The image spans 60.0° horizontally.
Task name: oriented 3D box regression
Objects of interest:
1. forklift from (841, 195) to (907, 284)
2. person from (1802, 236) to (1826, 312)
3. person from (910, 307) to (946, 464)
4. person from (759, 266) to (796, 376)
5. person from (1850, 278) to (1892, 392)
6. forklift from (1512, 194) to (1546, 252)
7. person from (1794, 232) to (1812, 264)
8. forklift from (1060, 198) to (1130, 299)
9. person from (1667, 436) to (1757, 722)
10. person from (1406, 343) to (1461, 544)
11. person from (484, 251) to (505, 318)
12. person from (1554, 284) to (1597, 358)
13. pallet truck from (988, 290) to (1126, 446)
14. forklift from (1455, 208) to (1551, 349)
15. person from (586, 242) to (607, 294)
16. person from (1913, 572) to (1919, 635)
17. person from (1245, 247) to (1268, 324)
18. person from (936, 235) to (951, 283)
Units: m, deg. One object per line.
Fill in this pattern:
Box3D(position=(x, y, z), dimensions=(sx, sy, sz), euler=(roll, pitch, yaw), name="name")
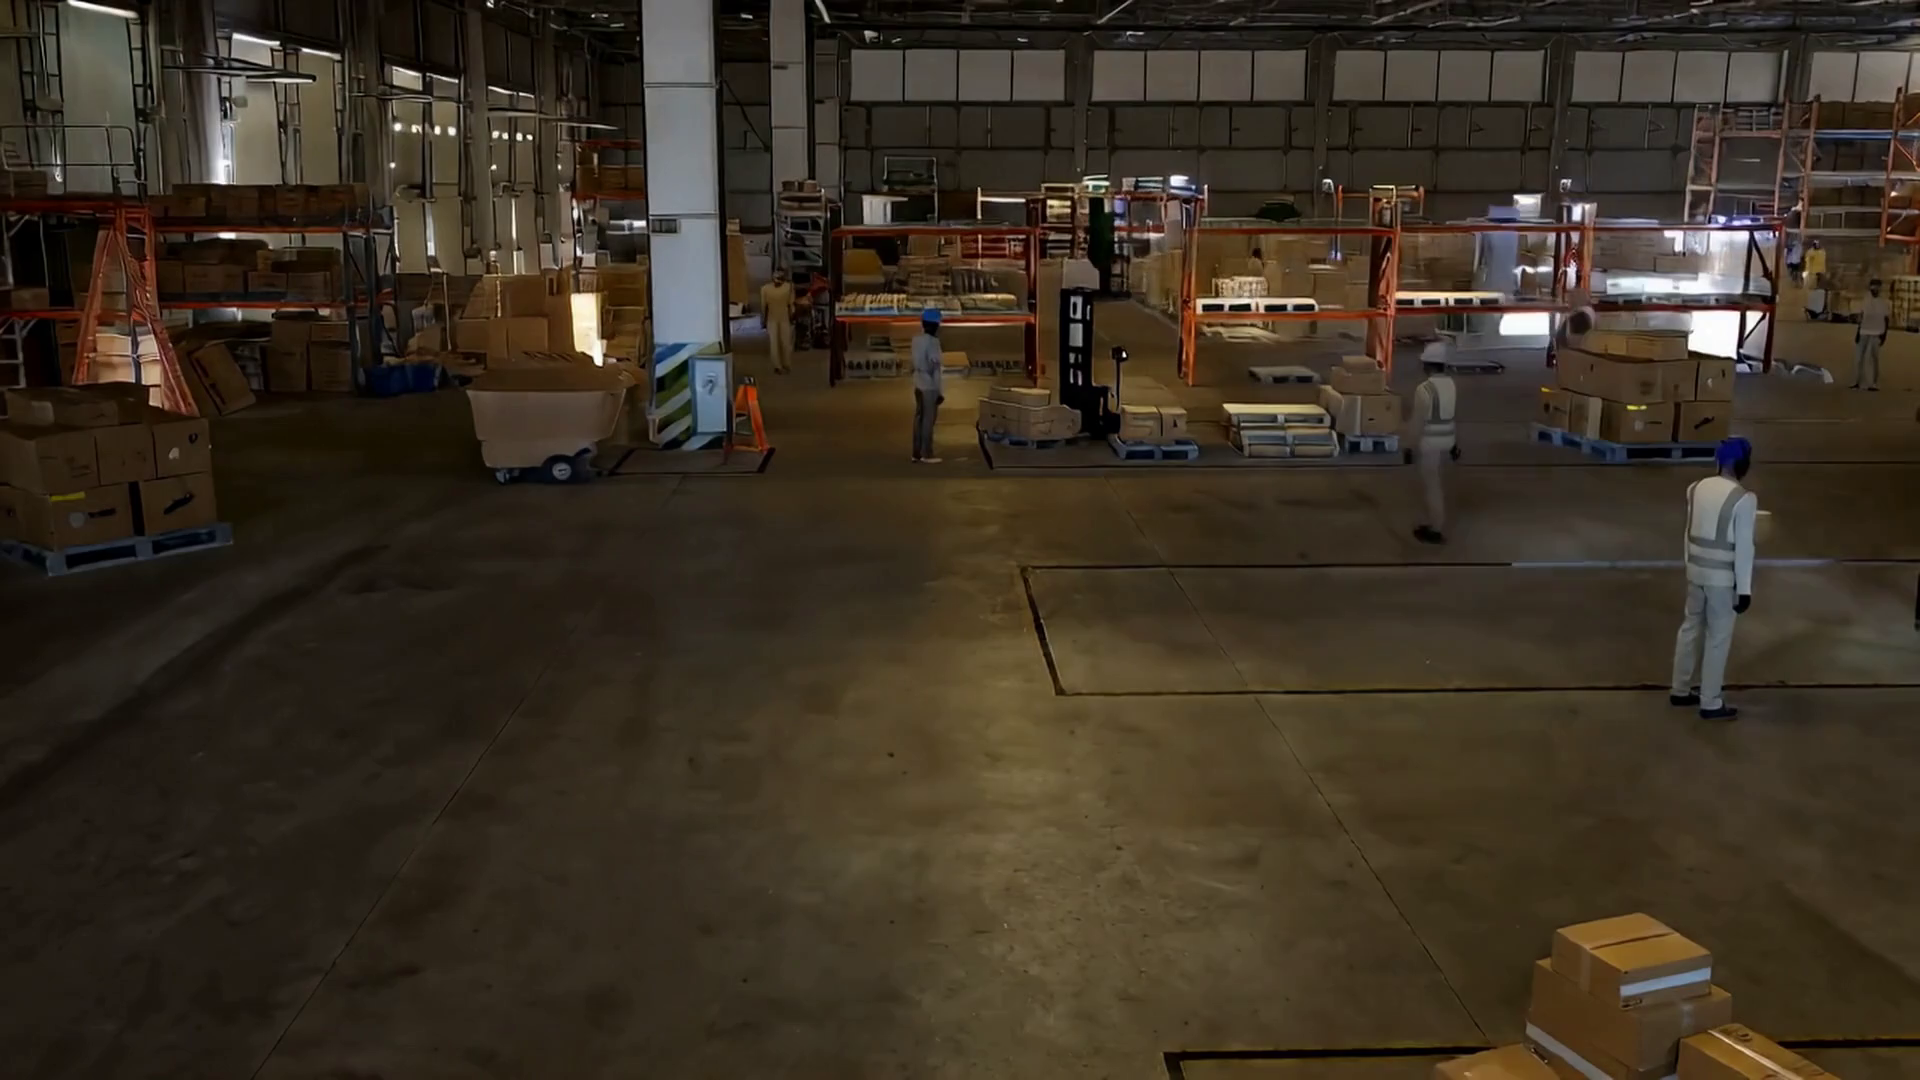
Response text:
Box3D(position=(-2.772, -9.619, 53.151), dimensions=(1.873, 2.768, 1.129), euler=(-7, 14, -29), name="forklift")
Box3D(position=(21.875, -6.800, 42.571), dimensions=(0.635, 1.936, 0.355), euler=(-6, 14, -26), name="person")
Box3D(position=(-0.385, -1.898, 20.478), dimensions=(0.390, 1.923, 0.585), euler=(-9, 15, -34), name="person")
Box3D(position=(-3.201, -3.831, 29.225), dimensions=(0.639, 1.913, 0.763), euler=(-1, 13, -4), name="person")
Box3D(position=(14.921, -3.356, 27.213), dimensions=(0.320, 1.859, 0.512), euler=(-7, 14, -29), name="person")
Box3D(position=(18.844, -10.143, 55.517), dimensions=(1.129, 2.768, 1.873), euler=(0, 12, -2), name="forklift")
Box3D(position=(26.921, -8.989, 53.061), dimensions=(0.819, 1.655, 0.553), euler=(-11, 17, -40), name="person")
Box3D(position=(3.795, -8.210, 46.791), dimensions=(1.873, 2.768, 1.129), euler=(0, 12, -2), name="forklift")
Box3D(position=(4.949, 0.251, 10.889), dimensions=(0.353, 1.877, 0.573), euler=(-3, 13, -15), name="person")
Box3D(position=(4.536, -0.939, 16.104), dimensions=(0.634, 1.930, 0.607), euler=(-10, 16, -38), name="person")
Box3D(position=(-11.479, -6.270, 40.880), dimensions=(0.522, 1.631, 0.324), euler=(10, 16, 39), name="person")
Box3D(position=(8.736, -2.606, 23.399), dimensions=(0.828, 2.000, 0.686), euler=(10, 16, 38), name="person")
Box3D(position=(1.257, -2.299, 22.111), dimensions=(1.885, 1.965, 0.823), euler=(-9, 15, -35), name="pallet truck")
Box3D(position=(10.955, -5.306, 33.676), dimensions=(1.873, 2.768, 1.129), euler=(0, 12, -2), name="forklift")
Box3D(position=(-8.635, -6.053, 39.252), dimensions=(0.609, 1.907, 0.652), euler=(0, 12, 2), name="person")
Box3D(position=(7.615, -0.186, 12.830), dimensions=(0.355, 1.884, 0.576), euler=(8, 15, 33), name="person")
Box3D(position=(7.009, -5.939, 38.945), dimensions=(0.763, 1.814, 0.662), euler=(0, 12, 2), name="person")
Box3D(position=(-0.505, -8.657, 51.597), dimensions=(0.533, 1.644, 0.875), euler=(5, 13, 21), name="person")
